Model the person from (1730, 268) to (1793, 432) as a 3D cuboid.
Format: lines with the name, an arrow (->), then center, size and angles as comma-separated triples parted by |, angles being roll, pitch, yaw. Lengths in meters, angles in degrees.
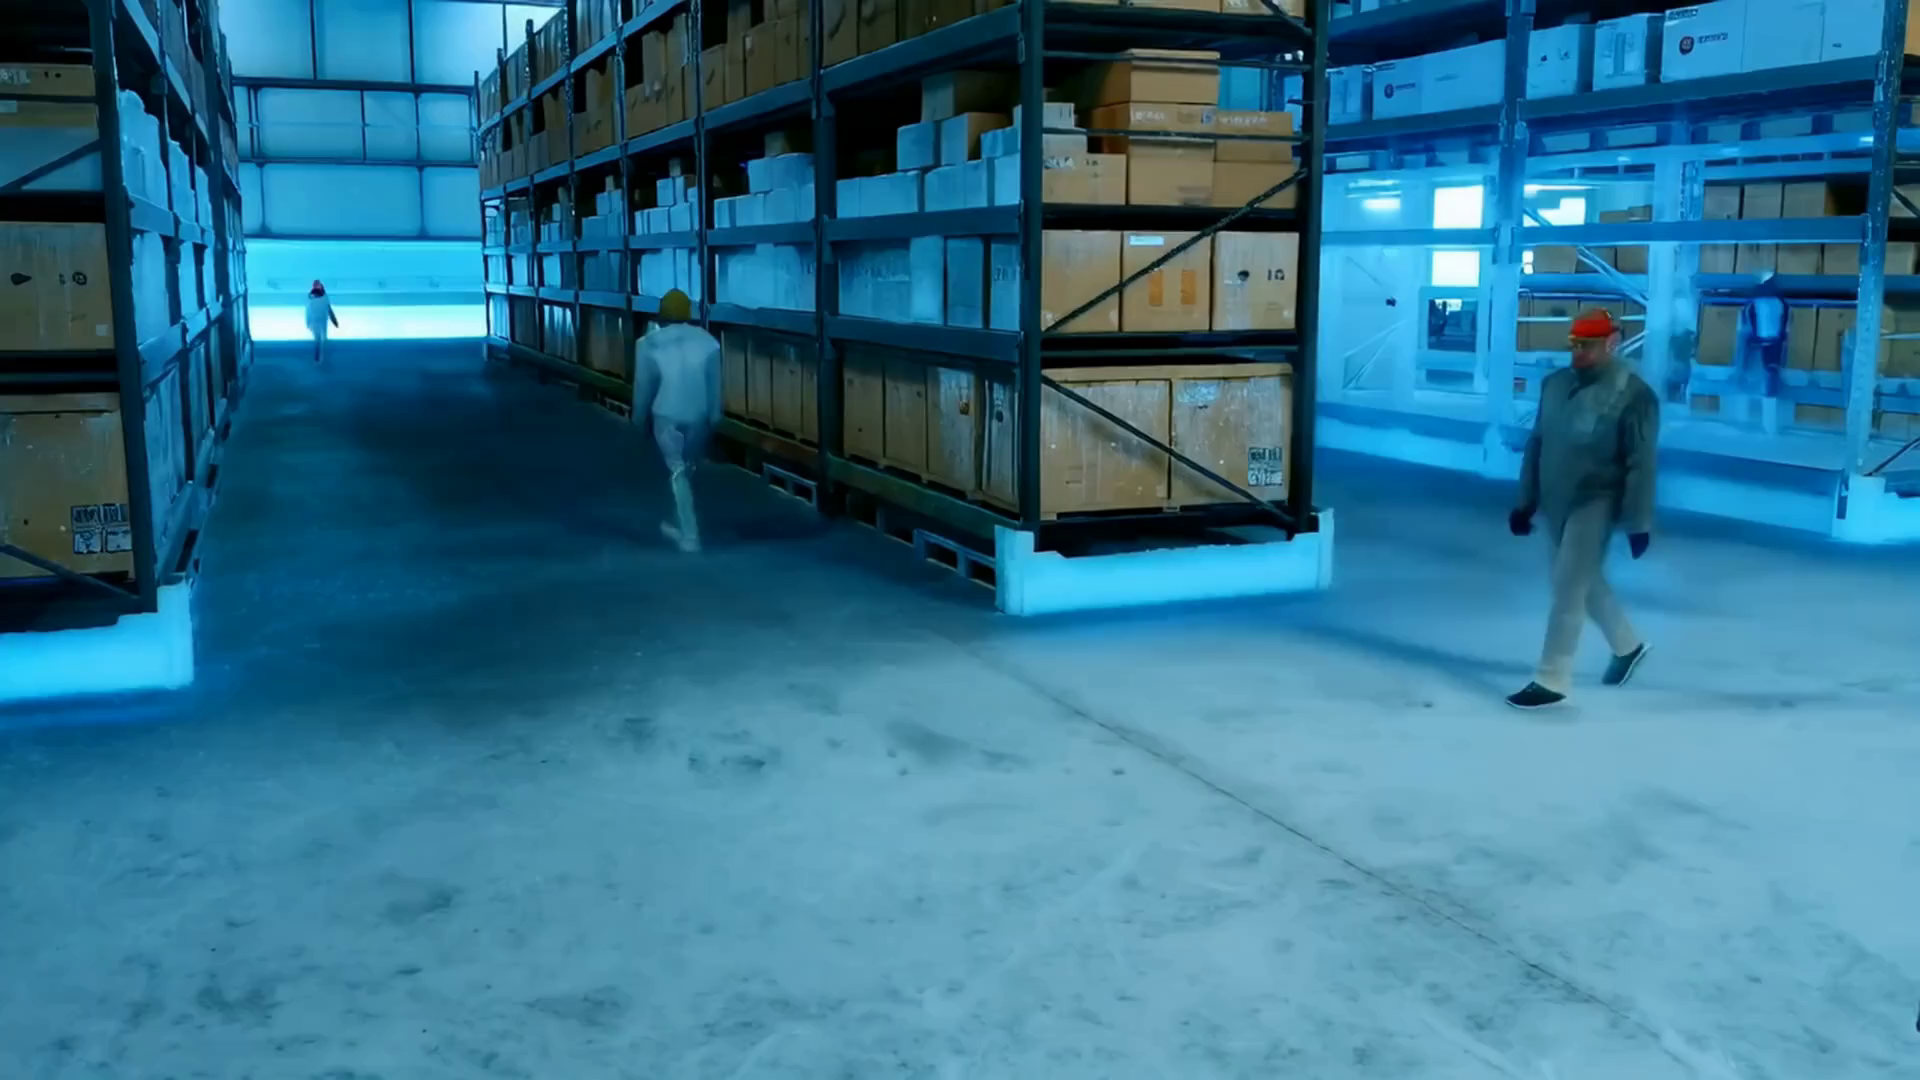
person -> 8.456, -1.858, 17.583 | 0.643, 2.009, 0.558 | 0, 9, 0

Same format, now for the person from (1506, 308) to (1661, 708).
person -> 2.998, -0.164, 7.882 | 0.948, 1.873, 0.634 | -4, 10, -24

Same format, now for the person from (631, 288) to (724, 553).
person -> -2.069, -0.880, 12.119 | 0.647, 1.885, 1.009 | -5, 11, -28

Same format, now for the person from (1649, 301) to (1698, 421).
person -> 7.545, -1.715, 17.736 | 0.535, 1.670, 0.672 | -2, 10, -12

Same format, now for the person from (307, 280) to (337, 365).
person -> -12.847, -4.370, 33.542 | 0.881, 1.698, 0.507 | 8, 12, 38

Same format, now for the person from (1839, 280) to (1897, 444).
person -> 9.738, -1.860, 17.961 | 0.401, 1.900, 0.636 | -3, 10, -15
